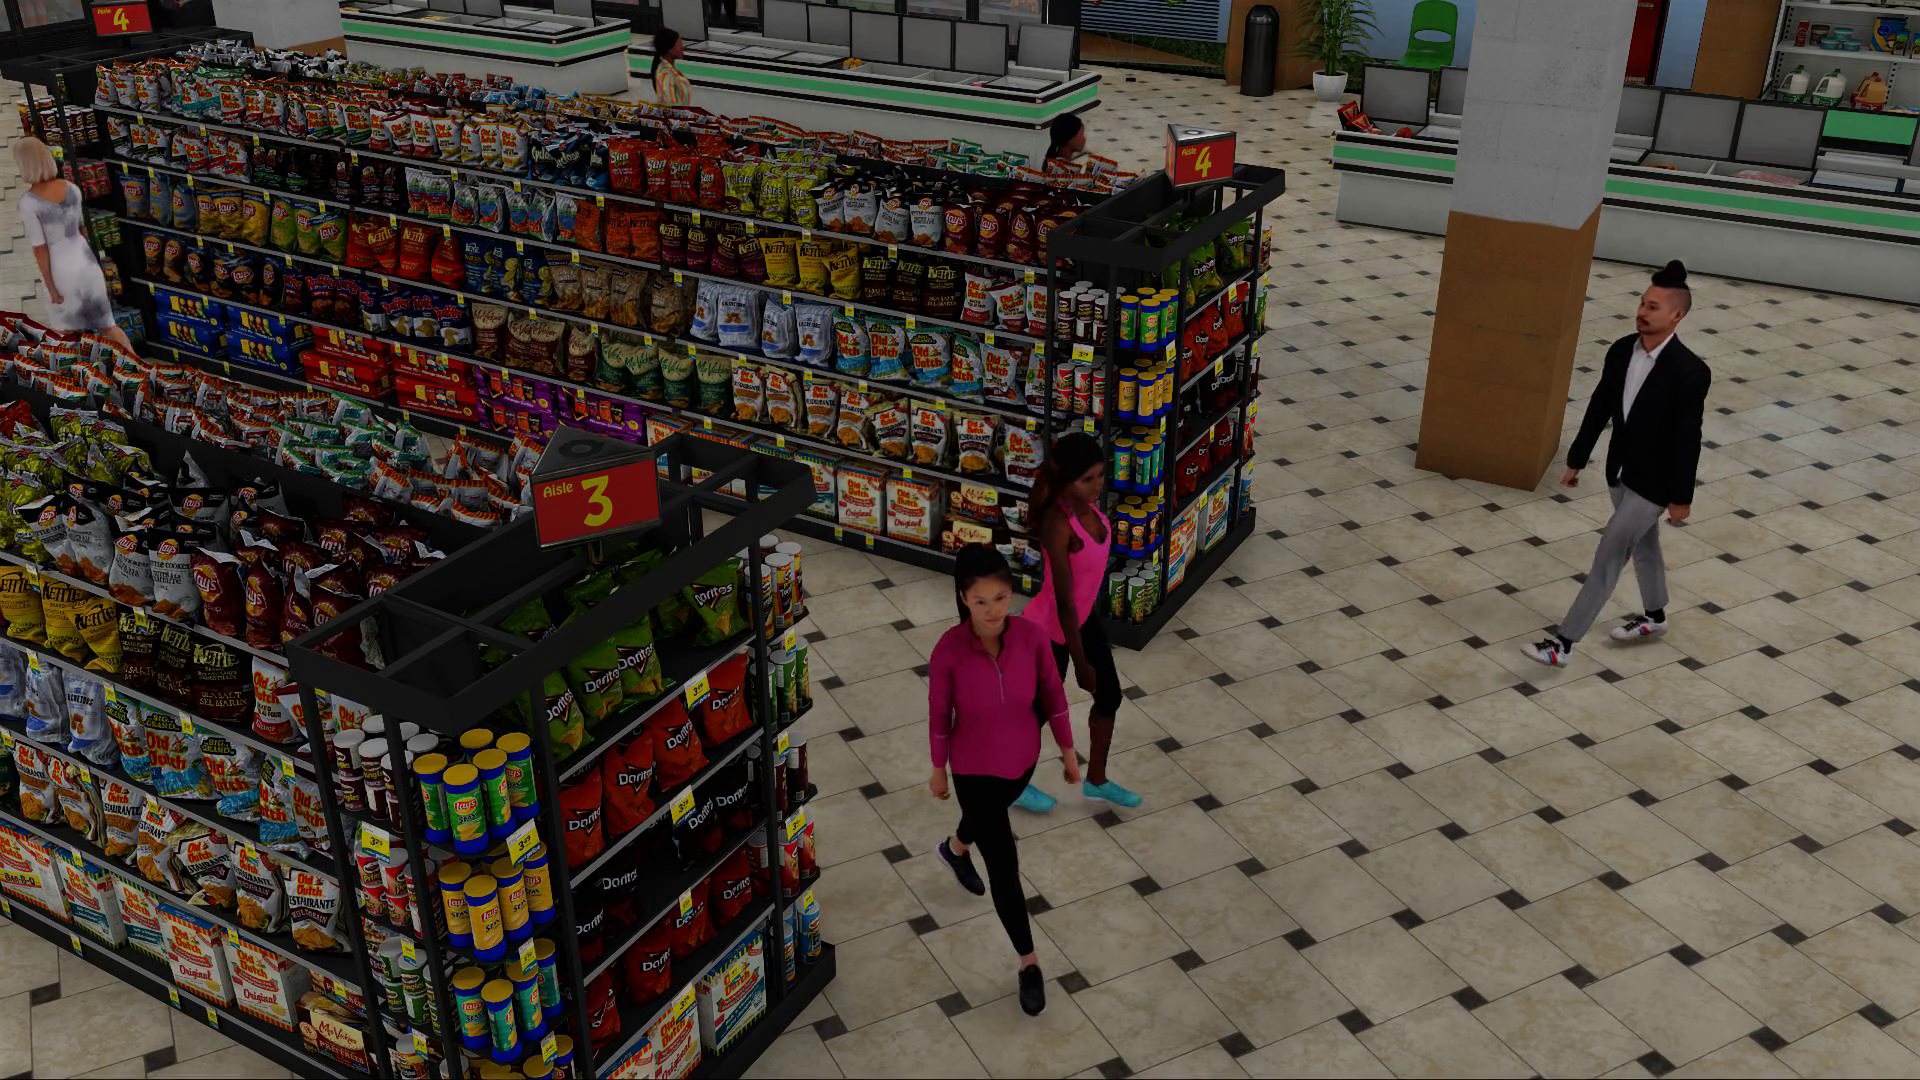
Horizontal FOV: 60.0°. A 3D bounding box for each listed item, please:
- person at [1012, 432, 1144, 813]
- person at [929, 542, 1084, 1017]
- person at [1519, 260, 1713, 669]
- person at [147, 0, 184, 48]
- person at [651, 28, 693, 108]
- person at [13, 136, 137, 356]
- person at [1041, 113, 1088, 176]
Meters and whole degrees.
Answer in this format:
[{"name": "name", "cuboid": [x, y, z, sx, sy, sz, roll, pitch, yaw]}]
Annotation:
[{"name": "person", "cuboid": [0.316, 0.341, 6.515, 0.782, 1.697, 0.585, 14, 30, 26]}, {"name": "person", "cuboid": [0.080, 0.738, 5.783, 1.118, 1.650, 1.235, -11, 29, -21]}, {"name": "person", "cuboid": [3.188, -0.316, 7.588, 1.248, 1.898, 1.214, -9, 28, -17]}, {"name": "person", "cuboid": [-9.522, -6.462, 19.808, 1.224, 1.807, 1.197, -2, 27, -4]}, {"name": "person", "cuboid": [-2.304, -3.199, 13.389, 0.729, 1.792, 0.677, -6, 27, -11]}, {"name": "person", "cuboid": [-5.475, -1.628, 10.381, 1.088, 1.711, 0.600, 16, 31, 29]}, {"name": "person", "cuboid": [0.642, -1.912, 10.894, 0.685, 1.753, 0.641, -5, 27, -9]}]
